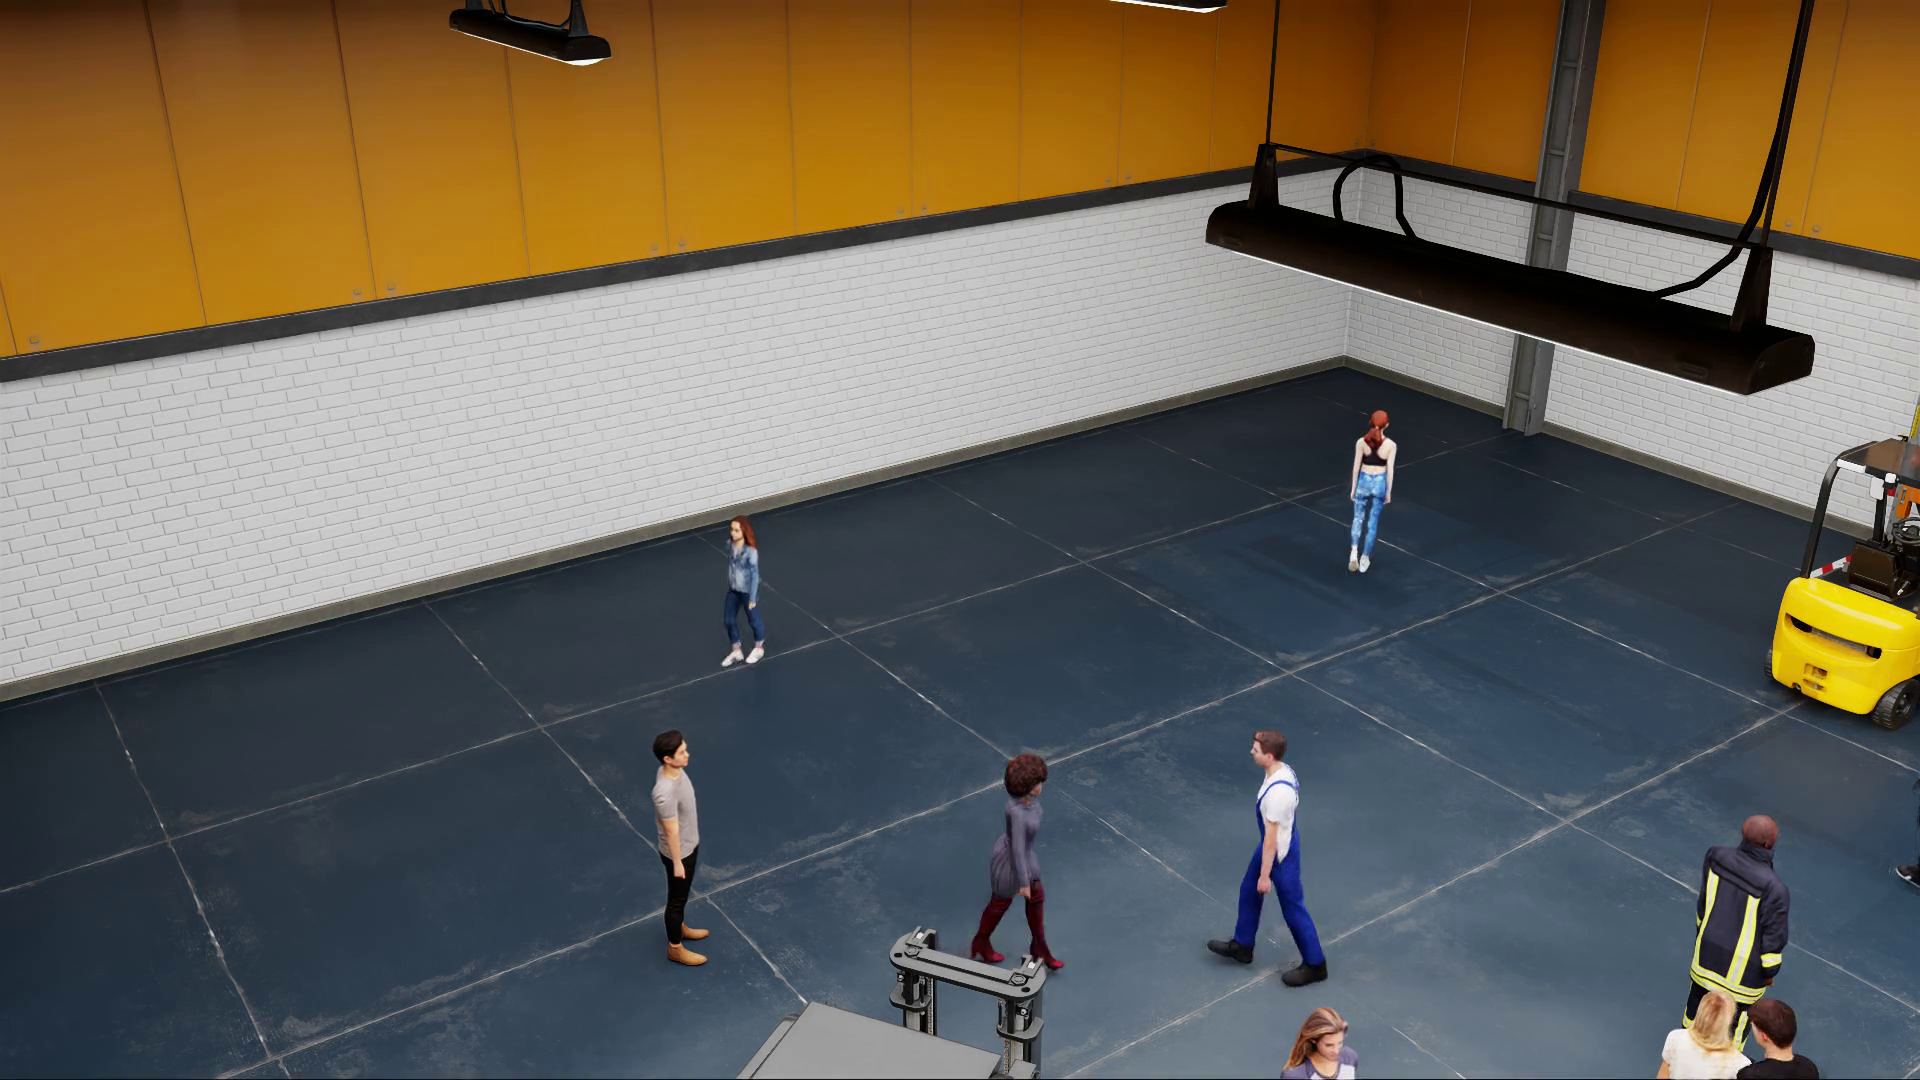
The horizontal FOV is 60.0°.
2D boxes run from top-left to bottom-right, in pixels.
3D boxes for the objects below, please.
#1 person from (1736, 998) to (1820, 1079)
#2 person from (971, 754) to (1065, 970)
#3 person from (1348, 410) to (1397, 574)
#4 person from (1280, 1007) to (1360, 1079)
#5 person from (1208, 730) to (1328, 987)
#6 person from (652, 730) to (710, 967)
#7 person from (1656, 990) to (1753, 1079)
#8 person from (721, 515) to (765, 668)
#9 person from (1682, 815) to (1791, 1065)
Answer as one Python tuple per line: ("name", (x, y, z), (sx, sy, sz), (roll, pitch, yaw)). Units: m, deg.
("person", (4.094, 3.243, 8.365), (1.002, 1.788, 1.329), (-8, 25, -18))
("person", (0.288, 2.128, 11.050), (0.996, 1.681, 0.898), (4, 24, 10))
("person", (4.148, -0.443, 16.815), (0.875, 1.774, 0.882), (8, 25, 18))
("person", (1.840, 3.136, 8.683), (0.651, 1.730, 0.613), (-9, 25, -20))
("person", (2.162, 2.103, 10.941), (1.117, 1.814, 1.045), (3, 24, 7))
("person", (-1.903, 2.039, 11.203), (0.747, 1.722, 0.640), (-1, 24, -2))
("person", (3.804, 3.103, 8.659), (0.533, 1.808, 0.719), (18, 29, 35))
("person", (-1.921, 0.438, 15.189), (0.696, 1.463, 0.752), (16, 28, 33))
("person", (4.725, 2.456, 10.123), (0.829, 1.823, 0.636), (-12, 26, -26))
